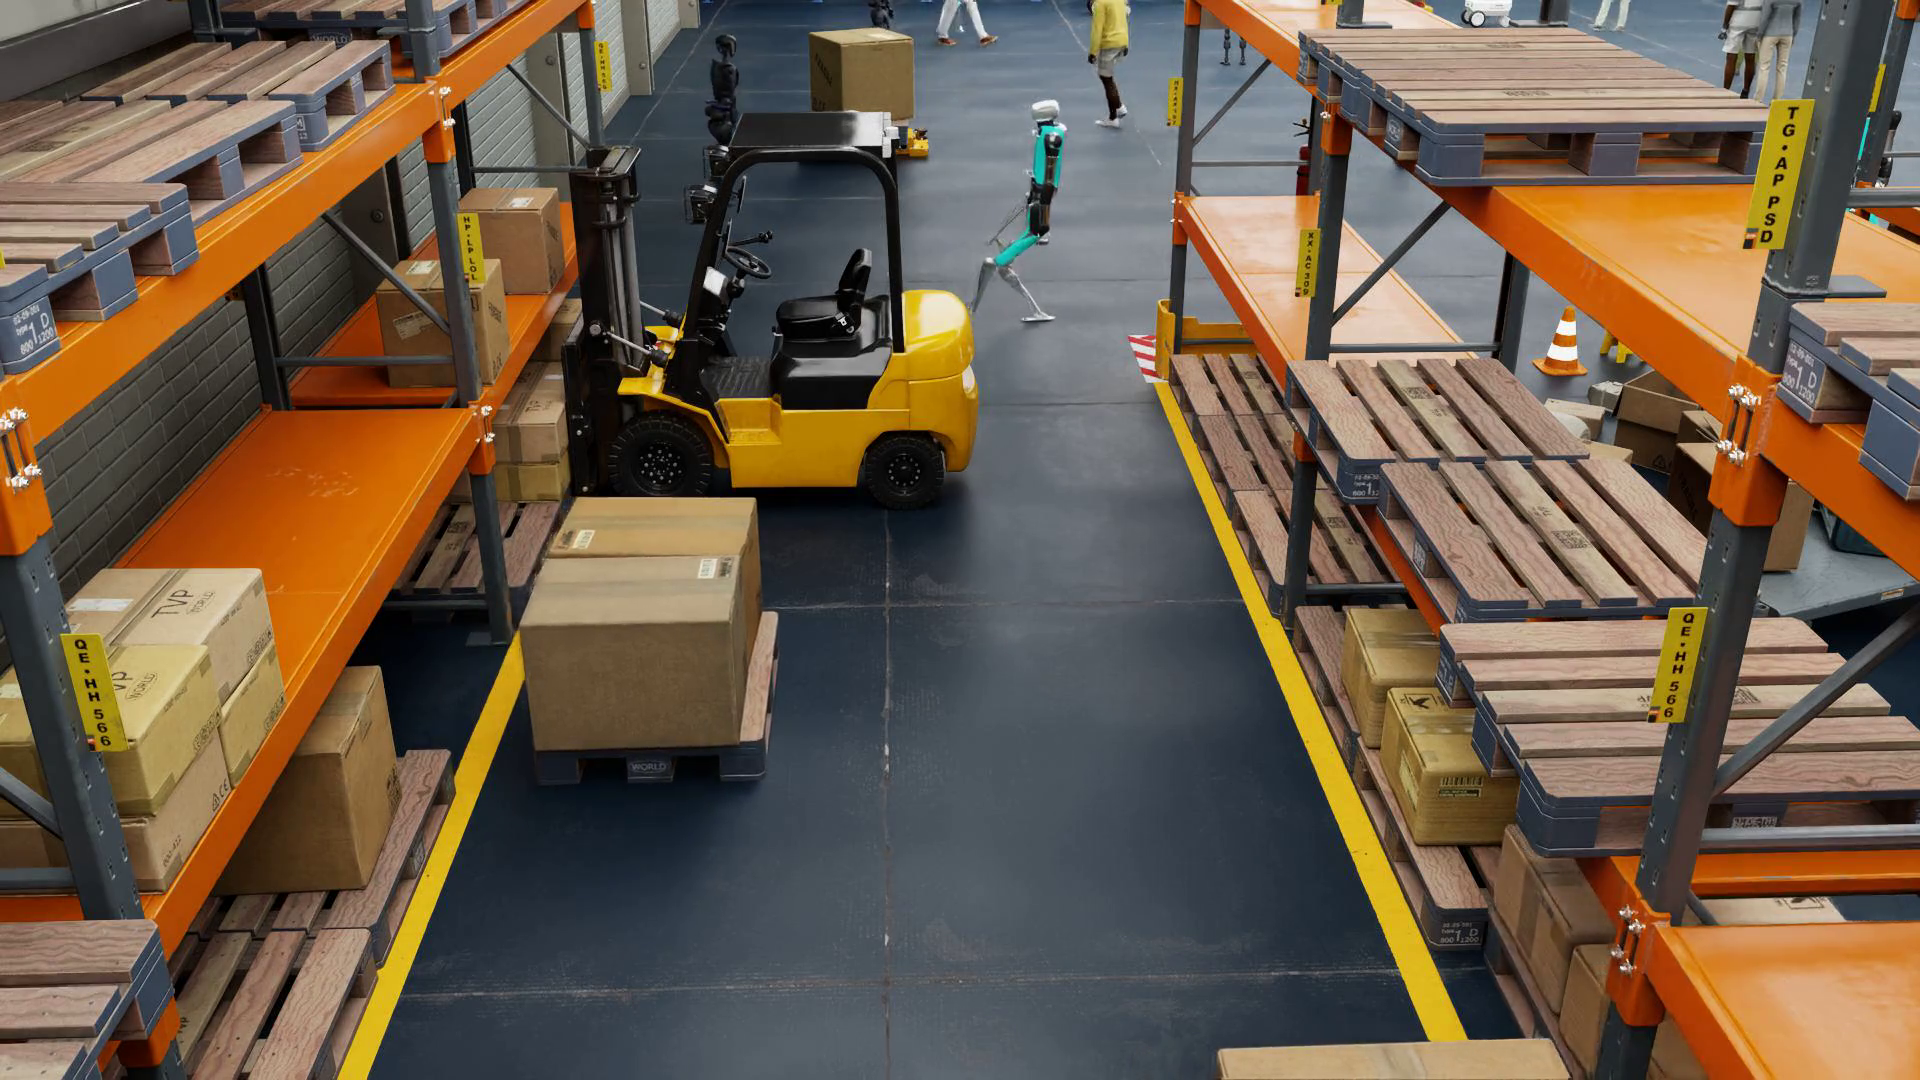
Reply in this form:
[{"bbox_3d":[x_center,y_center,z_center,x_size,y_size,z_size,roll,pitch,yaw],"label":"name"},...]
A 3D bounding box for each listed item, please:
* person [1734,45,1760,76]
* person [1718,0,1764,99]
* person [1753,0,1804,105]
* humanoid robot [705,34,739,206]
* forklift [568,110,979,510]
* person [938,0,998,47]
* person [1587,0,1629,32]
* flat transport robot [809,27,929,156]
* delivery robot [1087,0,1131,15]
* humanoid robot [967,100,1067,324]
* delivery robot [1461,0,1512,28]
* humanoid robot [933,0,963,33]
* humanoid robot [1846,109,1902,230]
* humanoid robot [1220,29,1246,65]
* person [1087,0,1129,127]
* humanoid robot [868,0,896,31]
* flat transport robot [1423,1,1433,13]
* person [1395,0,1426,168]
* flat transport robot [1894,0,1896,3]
[{"bbox_3d":[11.068,-7.372,23.242,0.492,1.704,0.382,-3,25,-6],"label":"person"},{"bbox_3d":[10.017,-6.569,21.238,0.600,1.958,0.384,0,25,-1],"label":"person"},{"bbox_3d":[10.311,-6.359,21.015,0.523,1.769,0.319,0,25,-1],"label":"person"},{"bbox_3d":[-2.332,-4.150,16.458,0.317,1.651,0.590,-12,28,-24],"label":"humanoid robot"},{"bbox_3d":[-1.043,-1.379,9.976,2.313,2.155,1.214,-1,25,-2],"label":"forklift"},{"bbox_3d":[0.074,-8.490,25.455,1.004,1.824,0.600,11,27,22],"label":"person"},{"bbox_3d":[10.586,-9.063,26.777,0.703,1.725,0.591,-14,29,-27],"label":"person"},{"bbox_3d":[-1.077,-4.494,18.819,1.431,0.231,0.659,-1,25,-2],"label":"flat transport robot"},{"bbox_3d":[2.601,-9.429,28.902,0.739,0.566,0.499,-1,25,-2],"label":"delivery robot"},{"bbox_3d":[0.356,-2.478,12.881,0.894,1.821,0.557,-1,25,-2],"label":"humanoid robot"},{"bbox_3d":[8.771,-8.827,27.628,0.739,0.566,0.499,-1,25,-2],"label":"delivery robot"},{"bbox_3d":[-0.152,-8.925,26.585,0.566,1.868,0.858,15,29,29],"label":"humanoid robot"},{"bbox_3d":[7.147,-2.689,13.122,0.533,1.677,0.735,-1,25,-2],"label":"humanoid robot"},{"bbox_3d":[3.971,-7.726,23.998,0.599,1.657,0.315,-1,25,-2],"label":"humanoid robot"},{"bbox_3d":[1.775,-5.890,19.899,0.448,1.873,0.602,14,29,28],"label":"person"},{"bbox_3d":[-1.052,-7.599,23.750,0.596,1.643,0.601,6,26,12],"label":"humanoid robot"},{"bbox_3d":[7.481,-9.351,29.107,1.431,0.231,0.659,-1,25,-2],"label":"flat transport robot"},{"bbox_3d":[4.849,-4.972,18.029,0.472,1.804,0.595,-3,25,-5],"label":"person"},{"bbox_3d":[16.873,-10.035,30.554,0.659,0.231,1.431,-20,32,-36],"label":"flat transport robot"}]
